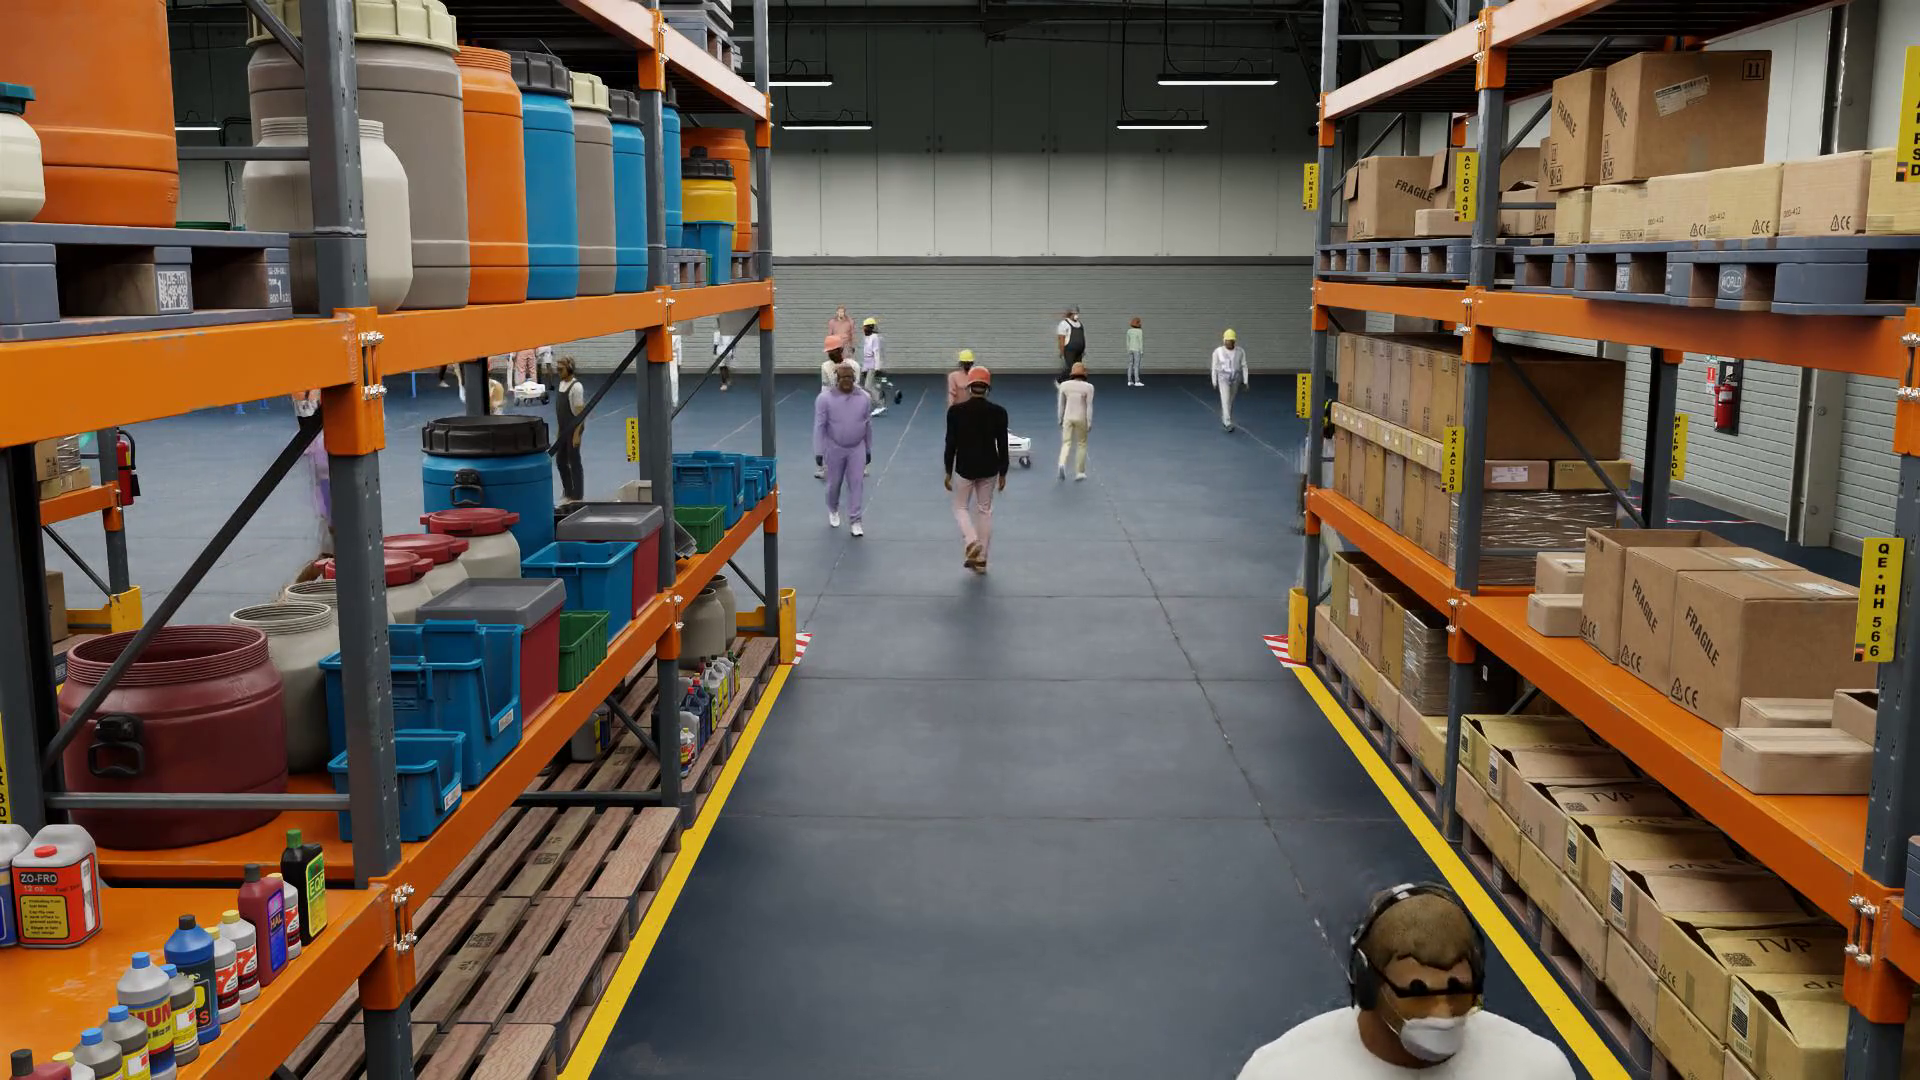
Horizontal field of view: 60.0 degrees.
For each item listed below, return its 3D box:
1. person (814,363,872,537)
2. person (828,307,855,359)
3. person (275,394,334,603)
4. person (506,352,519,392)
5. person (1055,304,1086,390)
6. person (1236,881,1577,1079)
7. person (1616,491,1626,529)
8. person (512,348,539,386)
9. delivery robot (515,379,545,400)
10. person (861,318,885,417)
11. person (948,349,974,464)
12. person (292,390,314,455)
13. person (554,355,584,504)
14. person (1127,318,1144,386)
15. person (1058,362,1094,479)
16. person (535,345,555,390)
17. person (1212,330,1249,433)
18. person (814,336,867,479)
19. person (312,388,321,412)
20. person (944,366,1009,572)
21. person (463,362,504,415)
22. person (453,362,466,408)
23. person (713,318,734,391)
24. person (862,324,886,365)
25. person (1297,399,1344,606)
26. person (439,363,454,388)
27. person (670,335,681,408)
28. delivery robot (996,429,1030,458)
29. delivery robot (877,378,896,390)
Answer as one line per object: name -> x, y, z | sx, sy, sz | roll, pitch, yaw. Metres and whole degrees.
person -> -1.284, -1.024, 18.295 | 0.654, 1.872, 0.931 | -2, 10, -14
person -> -2.923, -4.801, 40.962 | 0.667, 1.864, 1.008 | 0, 9, 0
person -> -5.054, -0.266, 13.364 | 0.992, 2.007, 0.621 | 0, 9, -2
person -> -10.257, -4.242, 38.253 | 0.307, 1.641, 0.511 | 5, 11, 30
person -> 2.558, -4.306, 37.567 | 0.685, 2.000, 0.583 | -9, 13, -44
person -> 0.782, 1.528, 2.926 | 0.656, 1.889, 1.006 | 0, 9, 1
person -> 4.195, 0.169, 11.283 | 0.561, 1.831, 0.444 | 1, 10, 4
person -> -9.604, -4.116, 36.688 | 0.643, 1.913, 0.411 | -9, 13, -42
delivery robot -> -8.948, -3.114, 34.588 | 0.477, 0.478, 0.707 | 3, 10, 19
person -> -1.692, -3.317, 32.011 | 0.391, 1.876, 0.700 | -2, 10, -14
person -> 0.061, -1.840, 23.549 | 0.516, 1.746, 0.703 | -2, 10, -13
person -> -10.153, -2.167, 25.651 | 0.318, 1.699, 0.535 | -9, 13, -42
person -> -4.723, -1.302, 20.049 | 0.383, 1.847, 0.531 | -8, 12, -40
person -> 4.209, -4.517, 39.917 | 0.283, 1.634, 0.498 | -8, 12, -39
person -> 1.538, -1.604, 22.521 | 0.520, 1.614, 0.653 | 4, 10, 21
person -> -9.714, -4.437, 38.741 | 0.581, 1.894, 0.962 | -5, 11, -29
person -> 4.727, -2.782, 29.084 | 0.600, 1.783, 0.930 | -2, 10, -9
person -> -1.626, -1.822, 22.857 | 0.643, 1.966, 0.941 | 4, 10, 20
person -> -11.536, -2.981, 30.075 | 1.015, 1.856, 0.639 | 5, 11, 26
person -> 0.166, -0.669, 15.837 | 0.638, 1.974, 0.485 | -2, 10, -11
person -> -5.682, -1.289, 19.882 | 0.543, 1.875, 0.957 | 2, 10, 11
person -> -8.813, -2.934, 29.939 | 0.630, 1.809, 0.645 | 0, 9, -2
person -> -5.496, -4.308, 38.502 | 0.444, 1.678, 0.552 | 9, 13, 42
person -> -1.895, -4.005, 36.938 | 0.502, 1.607, 0.705 | 3, 10, 16
person -> 3.054, -0.227, 13.611 | 0.671, 1.848, 0.516 | 5, 11, 29
person -> -11.983, -4.430, 39.305 | 0.802, 1.654, 0.545 | 2, 10, 10
person -> -5.927, -3.596, 33.744 | 0.584, 1.854, 0.802 | -2, 10, -13
delivery robot -> 0.666, -1.369, 24.133 | 0.707, 0.478, 0.477 | 0, 10, -2
delivery robot -> -1.582, -3.285, 34.836 | 0.335, 0.223, 0.698 | 5, 11, 25
